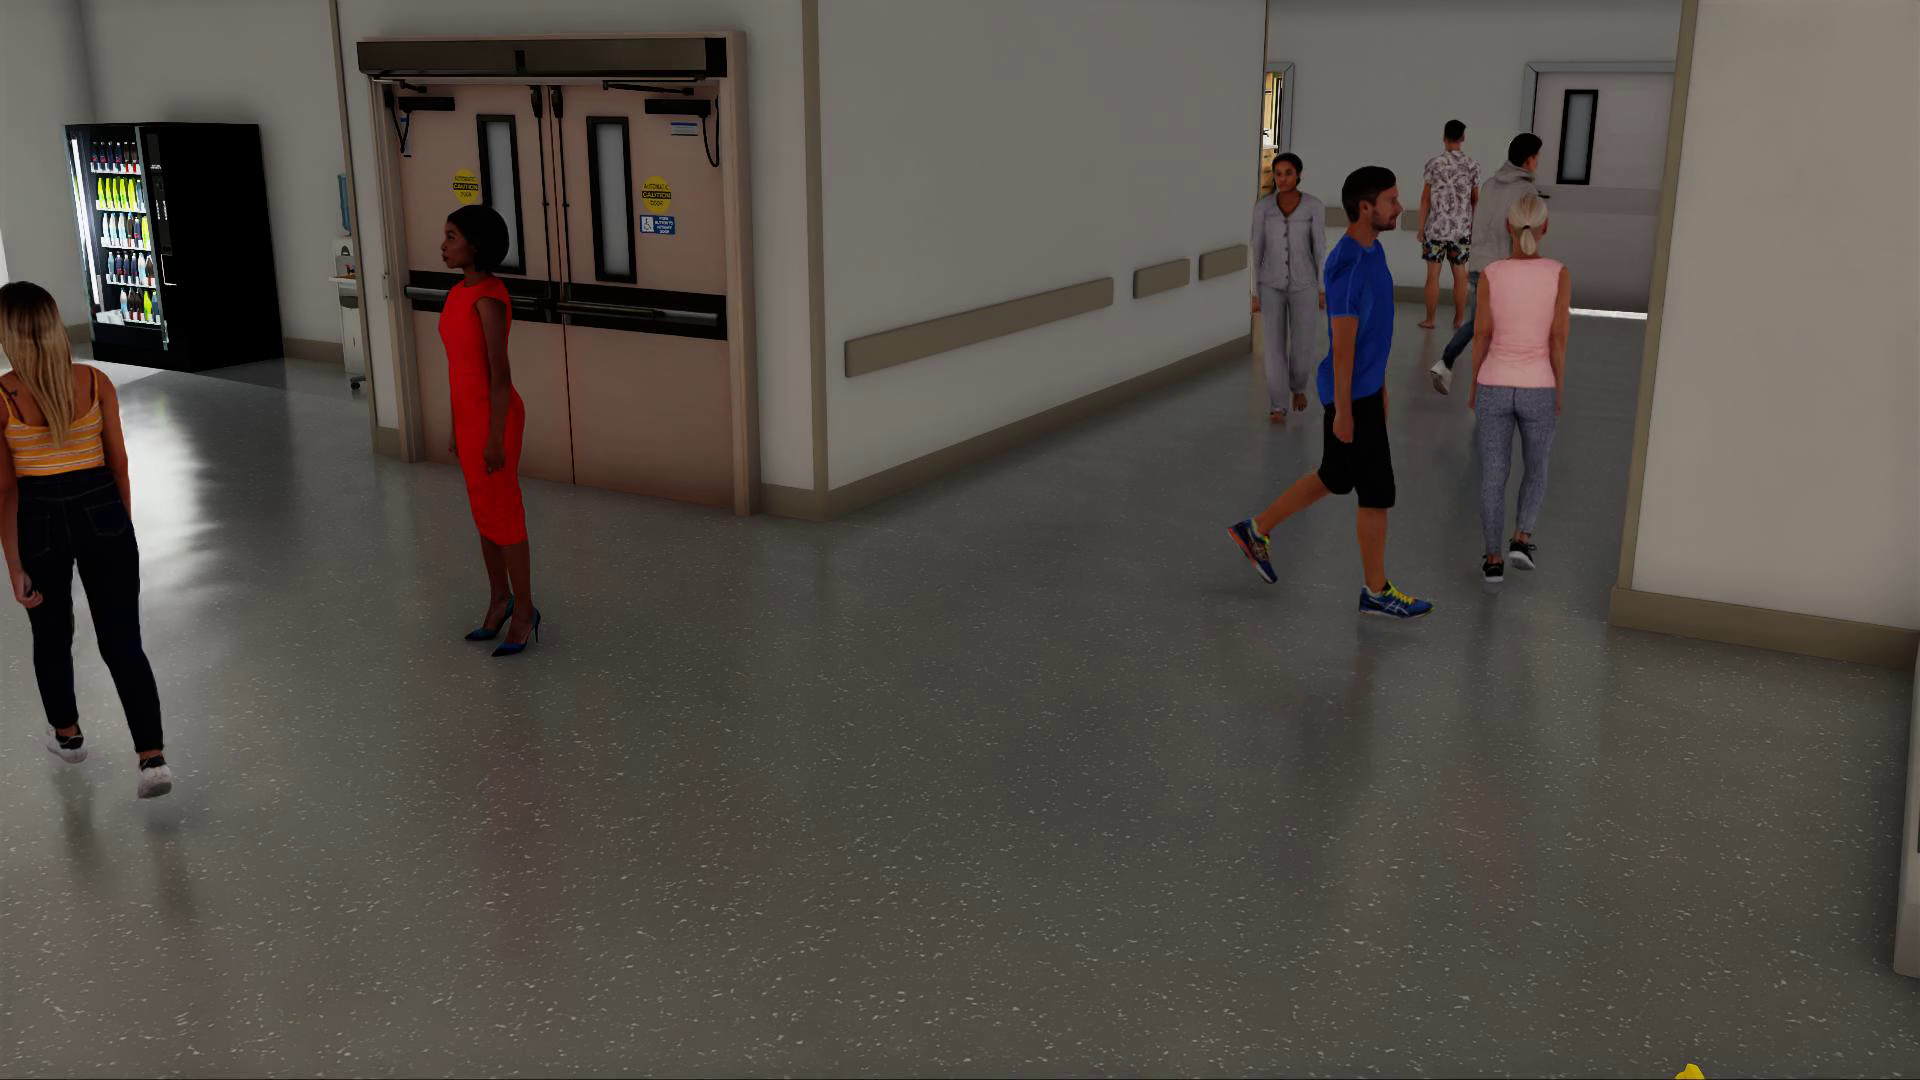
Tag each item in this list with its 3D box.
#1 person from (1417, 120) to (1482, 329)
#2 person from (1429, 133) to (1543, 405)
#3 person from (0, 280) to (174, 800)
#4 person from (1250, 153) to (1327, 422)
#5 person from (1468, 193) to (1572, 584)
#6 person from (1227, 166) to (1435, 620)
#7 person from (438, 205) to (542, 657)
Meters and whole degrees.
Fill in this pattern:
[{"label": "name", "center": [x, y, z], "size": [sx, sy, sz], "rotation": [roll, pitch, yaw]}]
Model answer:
[{"label": "person", "center": [4.342, -2.801, 14.790], "size": [0.674, 1.814, 0.811], "rotation": [0, 16, 1]}, {"label": "person", "center": [3.539, -1.802, 11.237], "size": [1.016, 1.820, 0.993], "rotation": [-8, 18, -27]}, {"label": "person", "center": [-2.687, 0.043, 5.111], "size": [0.862, 1.592, 1.204], "rotation": [-12, 20, -37]}, {"label": "person", "center": [2.153, -1.653, 10.894], "size": [0.727, 1.719, 0.800], "rotation": [4, 16, 15]}, {"label": "person", "center": [2.436, -0.632, 7.270], "size": [0.607, 1.721, 0.678], "rotation": [5, 17, 17]}, {"label": "person", "center": [1.573, -0.605, 6.943], "size": [1.175, 1.845, 0.754], "rotation": [6, 17, 21]}, {"label": "person", "center": [-1.837, -0.423, 6.486], "size": [0.698, 1.744, 0.561], "rotation": [-11, 19, -35]}]
